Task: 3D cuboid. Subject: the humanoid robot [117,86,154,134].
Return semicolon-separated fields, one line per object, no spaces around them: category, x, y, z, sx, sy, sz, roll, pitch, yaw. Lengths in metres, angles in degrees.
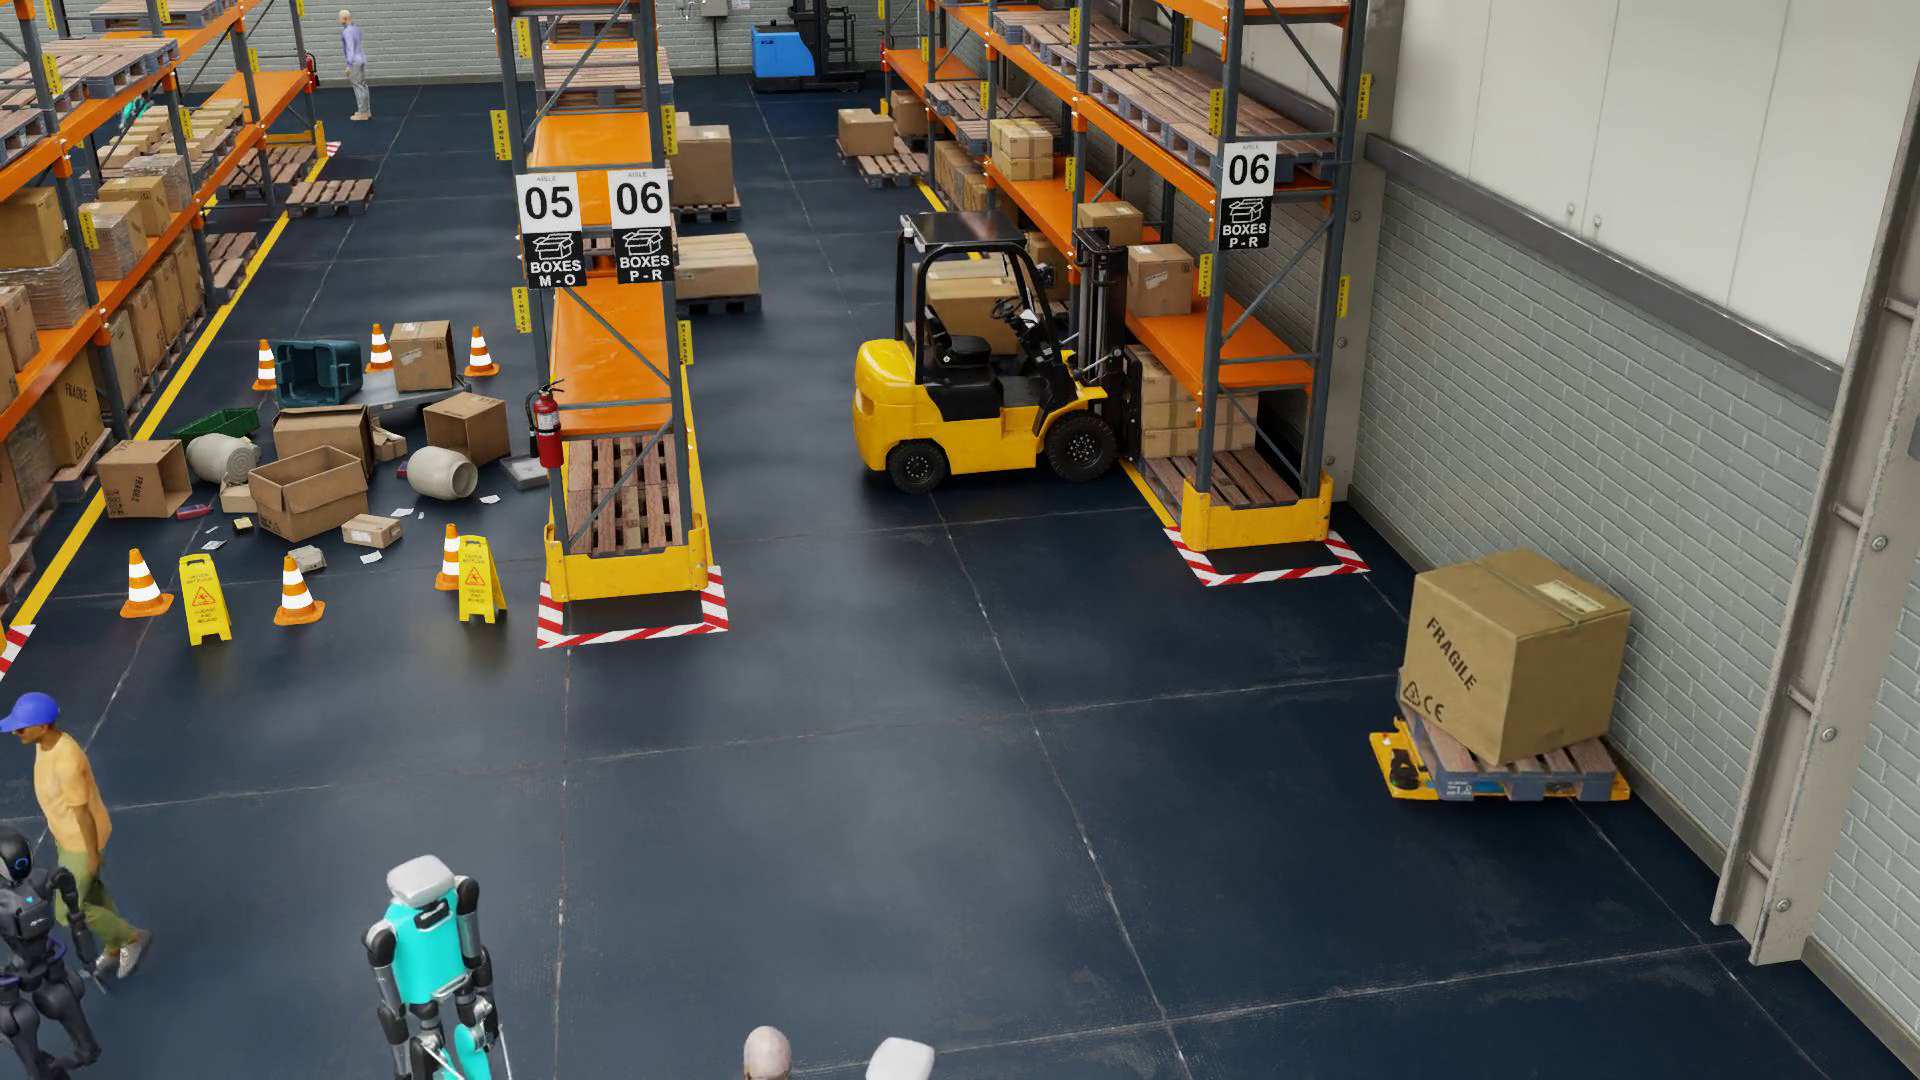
humanoid robot;-12.721;-6.752;25.530;0.530;1.795;0.798;1;26;1

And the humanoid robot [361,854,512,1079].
humanoid robot;-1.997;2.176;6.950;1.038;1.764;0.542;17;30;31

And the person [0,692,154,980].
person;-4.443;1.513;8.318;0.389;1.701;0.472;-21;33;-36

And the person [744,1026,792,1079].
person;-0.681;2.537;6.066;0.533;1.819;0.955;-9;27;-18

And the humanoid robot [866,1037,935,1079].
humanoid robot;0.079;2.587;6.062;0.823;1.776;0.561;2;26;4

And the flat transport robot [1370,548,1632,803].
flat transport robot;3.329;1.357;10.304;1.431;0.231;0.659;0;26;1

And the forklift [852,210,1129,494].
forklift;0.216;-1.659;14.366;2.313;2.155;1.214;-5;26;-10

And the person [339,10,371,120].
person;-10.194;-8.011;28.050;0.395;1.797;0.585;-1;26;-2

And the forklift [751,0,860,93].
forklift;-2.872;-9.679;30.288;1.873;2.768;1.129;-5;26;-10

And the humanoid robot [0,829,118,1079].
humanoid robot;-4.162;1.976;7.392;0.541;1.639;0.600;15;29;28
